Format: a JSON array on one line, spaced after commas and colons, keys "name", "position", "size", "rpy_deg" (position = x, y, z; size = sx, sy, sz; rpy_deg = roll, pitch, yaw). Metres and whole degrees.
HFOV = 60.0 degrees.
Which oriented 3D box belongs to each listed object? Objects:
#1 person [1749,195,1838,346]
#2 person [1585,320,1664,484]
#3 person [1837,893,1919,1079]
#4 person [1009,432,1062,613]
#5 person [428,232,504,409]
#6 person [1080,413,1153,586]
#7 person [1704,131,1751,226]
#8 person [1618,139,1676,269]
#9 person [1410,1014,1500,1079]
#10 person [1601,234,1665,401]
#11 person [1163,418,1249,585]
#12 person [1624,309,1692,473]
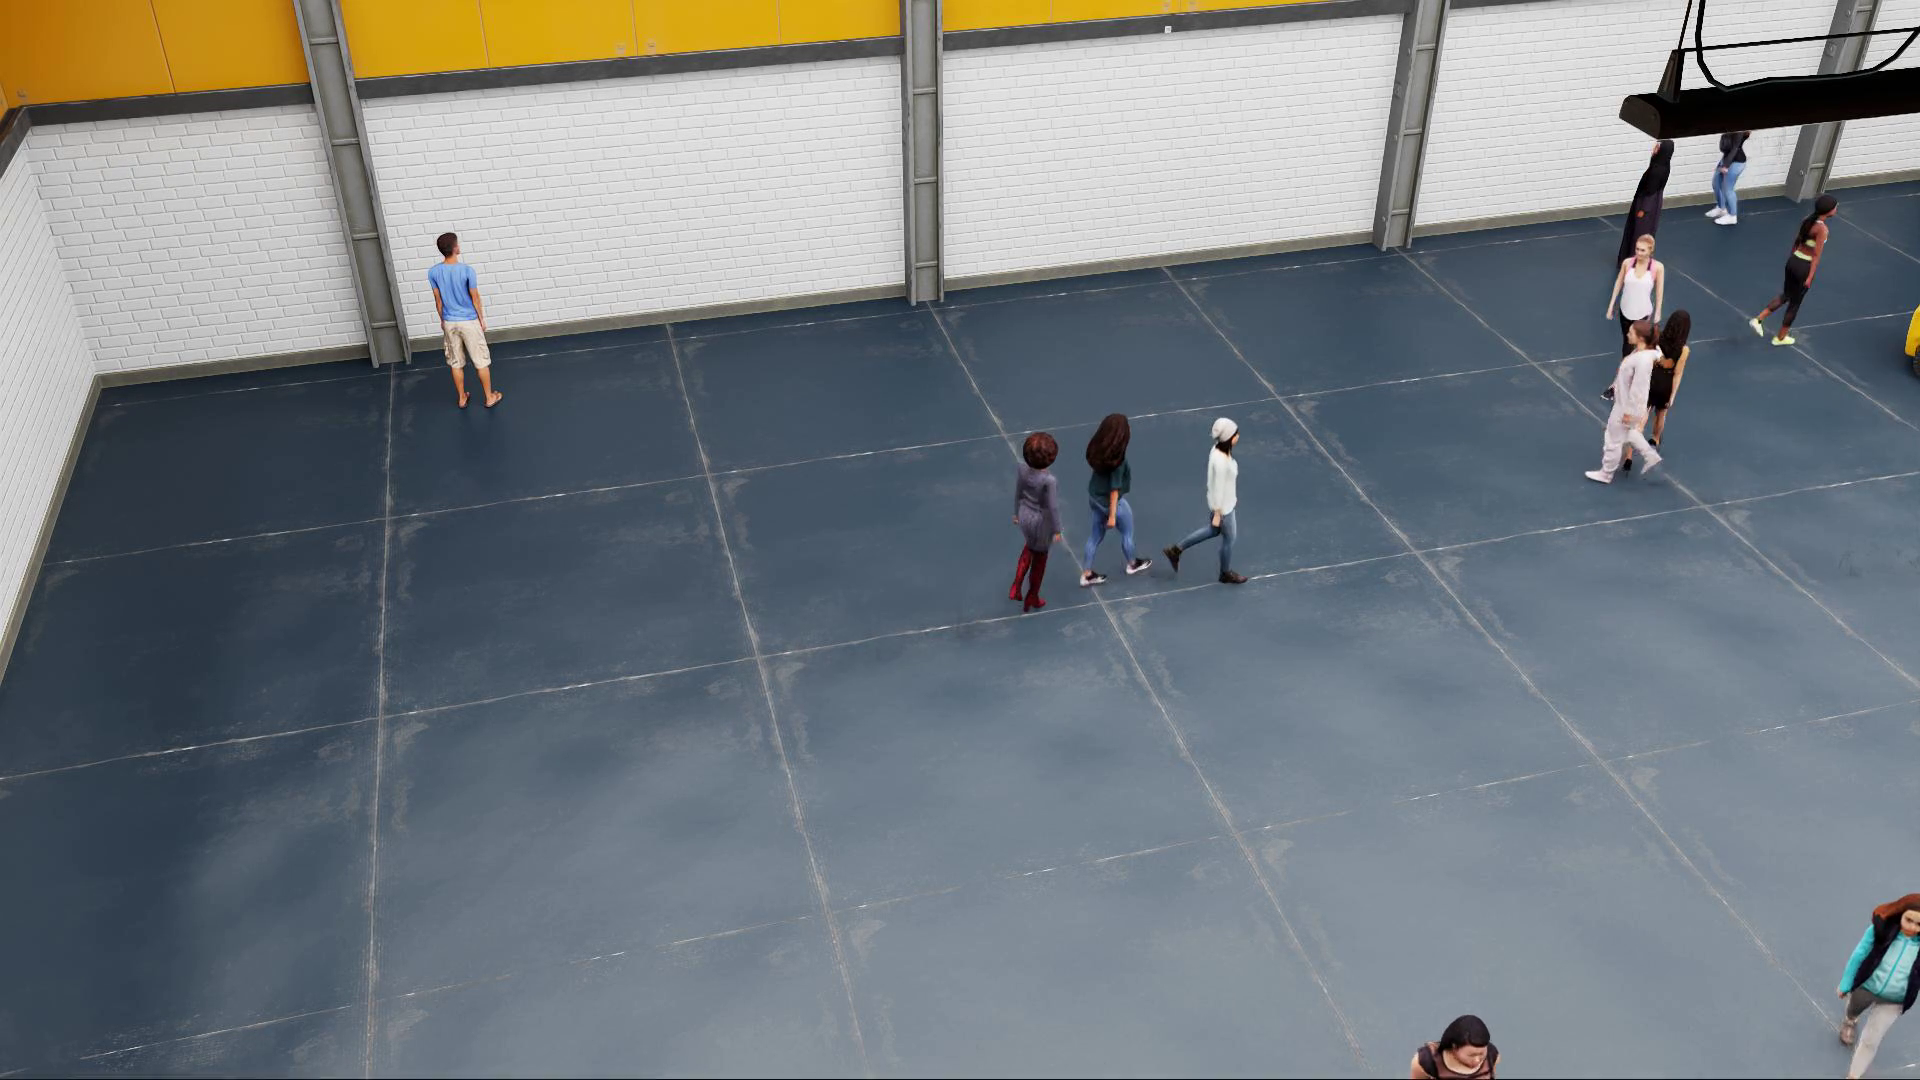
[{"name": "person", "position": [9.010, -2.913, 18.022], "size": [0.789, 1.741, 0.622], "rpy_deg": [-4, 34, -5]}, {"name": "person", "position": [6.374, -1.265, 15.602], "size": [1.004, 1.675, 0.911], "rpy_deg": [12, 36, 18]}, {"name": "person", "position": [5.499, 2.621, 9.946], "size": [0.983, 1.464, 1.034], "rpy_deg": [16, 37, 23]}, {"name": "person", "position": [0.566, -0.100, 13.829], "size": [0.801, 1.699, 0.748], "rpy_deg": [-27, 42, -34]}, {"name": "person", "position": [-5.057, -2.218, 16.867], "size": [0.598, 1.863, 0.769], "rpy_deg": [0, 34, 0]}, {"name": "person", "position": [1.187, -0.304, 14.237], "size": [0.971, 1.587, 0.738], "rpy_deg": [-13, 36, -18]}, {"name": "person", "position": [9.747, -4.734, 20.882], "size": [0.835, 1.607, 0.792], "rpy_deg": [14, 36, 20]}, {"name": "person", "position": [8.184, -4.002, 19.779], "size": [0.775, 1.610, 0.706], "rpy_deg": [21, 39, 28]}, {"name": "person", "position": [2.568, 3.090, 9.021], "size": [0.644, 1.708, 0.773], "rpy_deg": [-3, 34, -4]}, {"name": "person", "position": [7.007, -2.344, 17.160], "size": [1.112, 1.748, 0.924], "rpy_deg": [-27, 42, -34]}, {"name": "person", "position": [2.147, -0.319, 14.223], "size": [1.057, 1.626, 0.802], "rpy_deg": [3, 34, 5]}, {"name": "person", "position": [6.594, -1.371, 15.841], "size": [0.957, 1.588, 1.147], "rpy_deg": [26, 42, 34]}]
